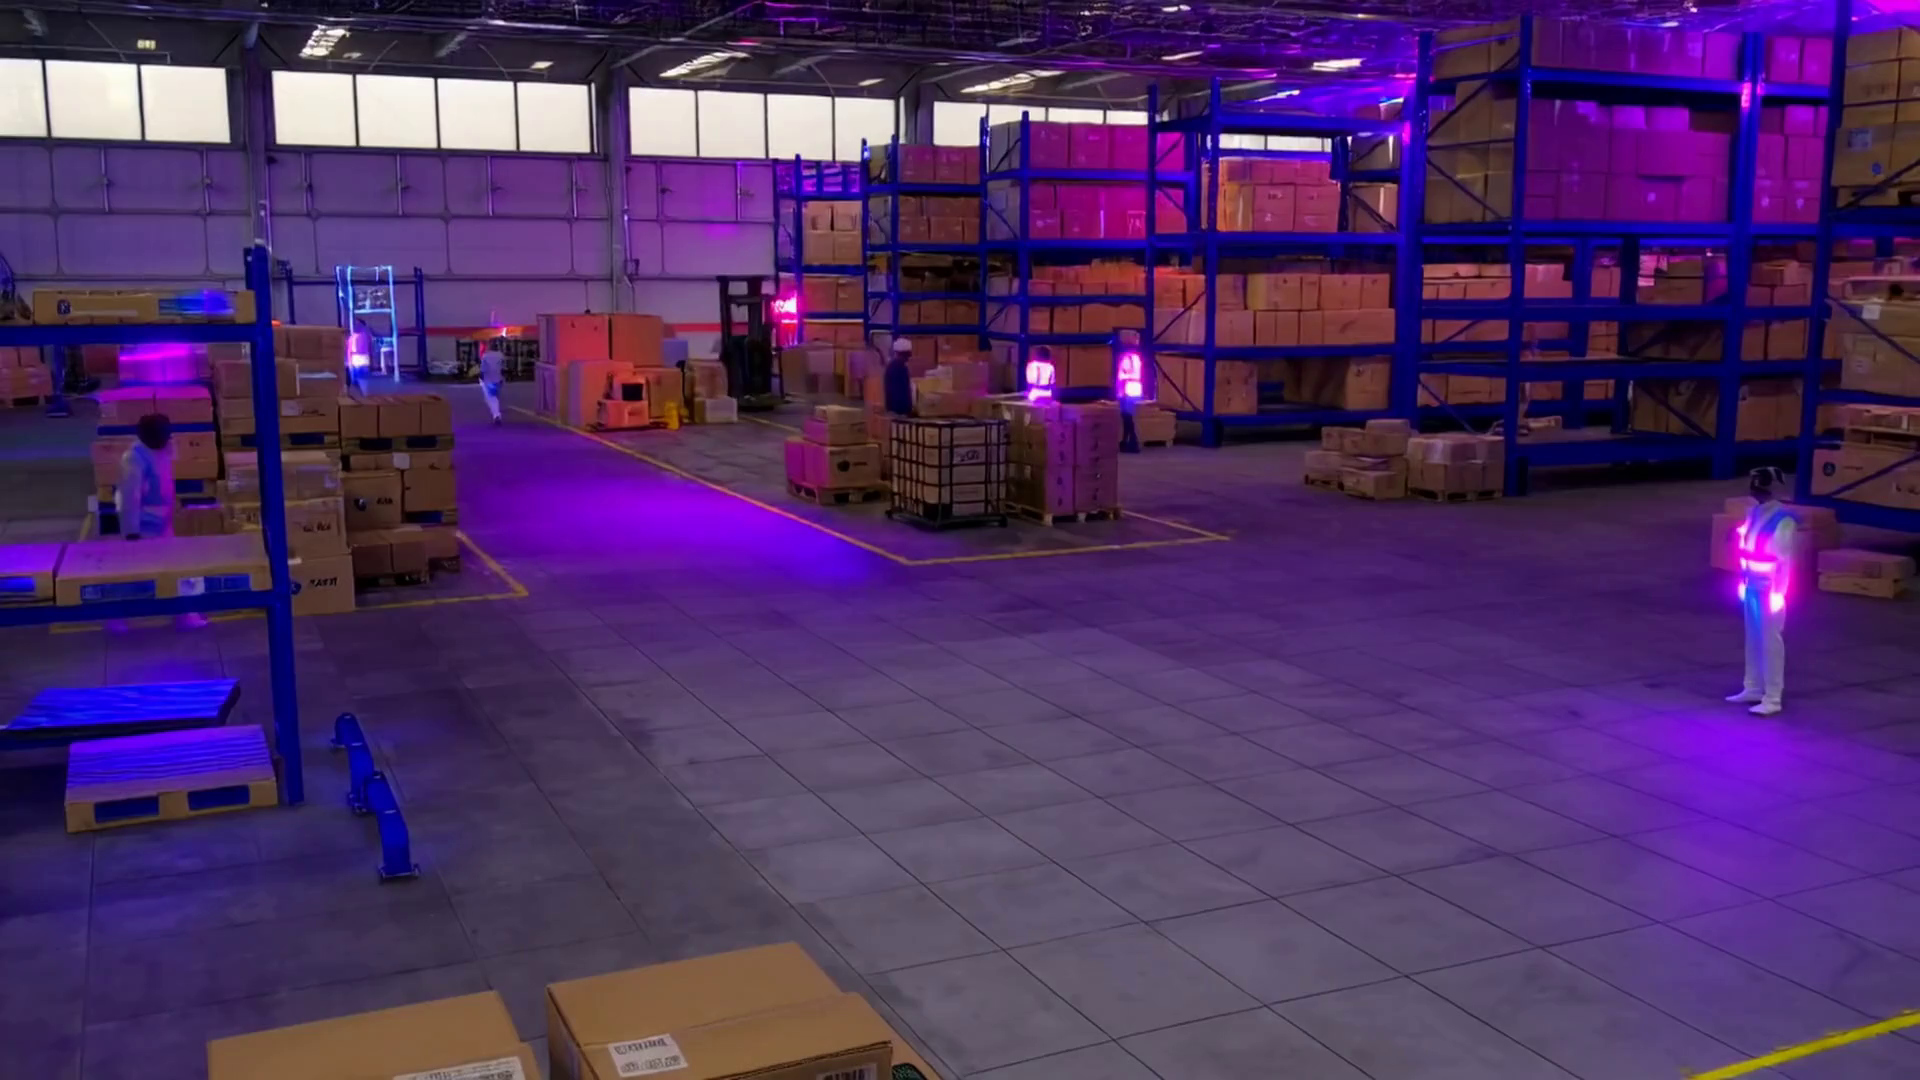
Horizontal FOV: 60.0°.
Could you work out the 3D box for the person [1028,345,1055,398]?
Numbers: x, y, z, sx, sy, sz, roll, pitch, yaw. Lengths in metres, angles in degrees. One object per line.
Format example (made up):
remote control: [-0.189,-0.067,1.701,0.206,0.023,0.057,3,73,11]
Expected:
person: [1.307,-2.399,27.683,0.551,1.666,0.719,-5,10,-28]

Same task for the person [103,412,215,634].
person: [-6.552,-0.132,13.359,0.820,1.785,0.648,0,9,-1]

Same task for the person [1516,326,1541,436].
person: [10.027,-2.794,29.332,0.352,1.937,0.635,2,9,13]

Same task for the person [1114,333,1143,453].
person: [2.609,-2.351,26.619,0.602,1.922,0.580,5,11,30]

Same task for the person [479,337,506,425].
person: [-8.761,-2.981,31.318,0.544,1.679,0.705,-8,12,-41]

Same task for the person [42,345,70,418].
person: [-18.016,-3.388,33.081,0.362,1.929,0.629,-2,9,-10]

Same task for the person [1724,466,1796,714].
person: [5.291,0.321,10.961,0.312,1.632,0.519,0,9,-1]

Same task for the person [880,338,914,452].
person: [-0.942,-1.847,23.368,0.759,1.969,0.627,5,11,30]

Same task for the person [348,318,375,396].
person: [-12.835,-3.797,35.738,0.564,1.912,0.845,-7,12,-38]

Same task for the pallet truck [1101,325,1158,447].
pallet truck: [2.881,-2.596,27.923,0.823,1.965,1.885,-1,9,-7]

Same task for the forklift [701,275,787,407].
forklift: [-4.772,-4.361,36.143,1.129,2.768,1.873,-7,12,-38]
